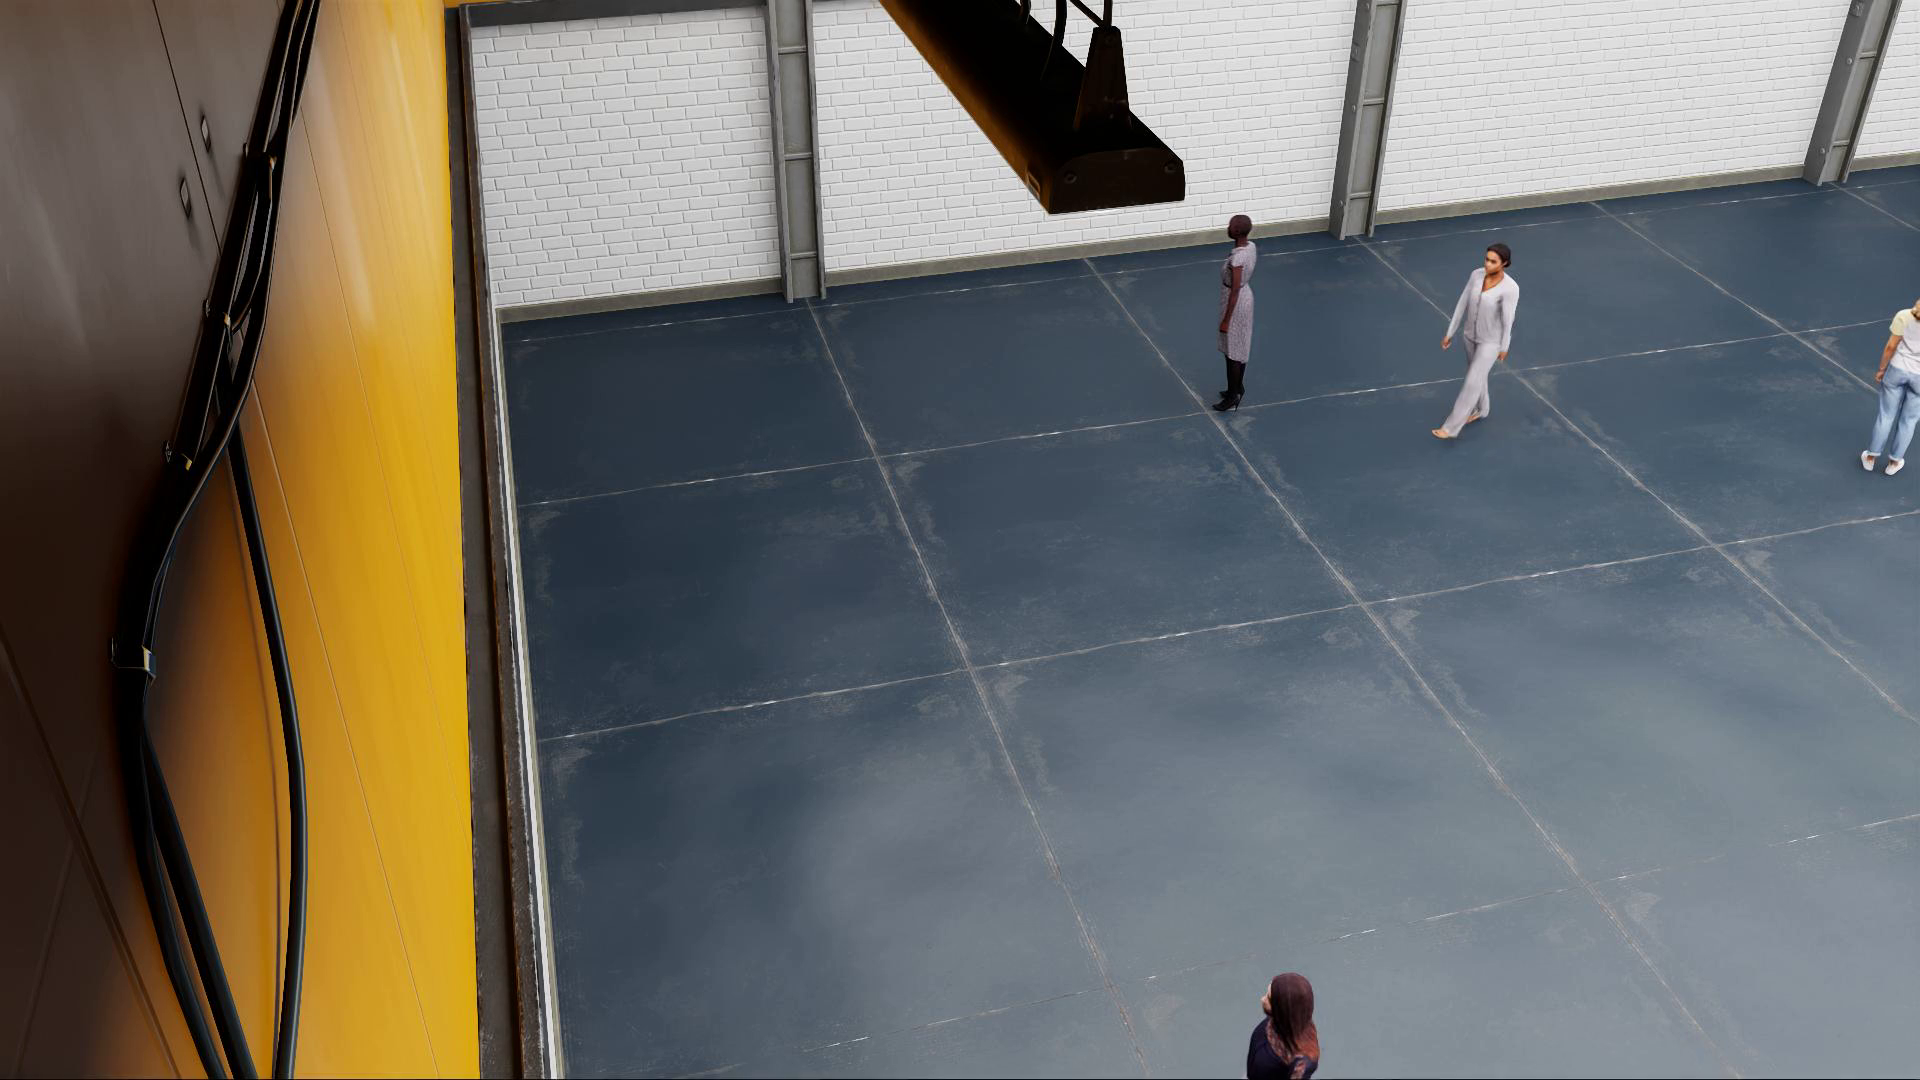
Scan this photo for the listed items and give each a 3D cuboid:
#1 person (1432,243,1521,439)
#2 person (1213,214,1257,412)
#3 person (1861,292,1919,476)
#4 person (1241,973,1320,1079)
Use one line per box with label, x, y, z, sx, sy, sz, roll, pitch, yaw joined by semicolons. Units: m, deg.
person;4.477;-1.720;14.051;1.111;1.700;0.824;-18;38;-25
person;2.372;-1.955;14.324;0.742;1.787;0.707;14;36;20
person;7.668;-1.322;13.431;0.705;1.723;0.757;19;38;27
person;1.513;2.595;7.677;1.054;1.568;0.724;-3;34;-5
